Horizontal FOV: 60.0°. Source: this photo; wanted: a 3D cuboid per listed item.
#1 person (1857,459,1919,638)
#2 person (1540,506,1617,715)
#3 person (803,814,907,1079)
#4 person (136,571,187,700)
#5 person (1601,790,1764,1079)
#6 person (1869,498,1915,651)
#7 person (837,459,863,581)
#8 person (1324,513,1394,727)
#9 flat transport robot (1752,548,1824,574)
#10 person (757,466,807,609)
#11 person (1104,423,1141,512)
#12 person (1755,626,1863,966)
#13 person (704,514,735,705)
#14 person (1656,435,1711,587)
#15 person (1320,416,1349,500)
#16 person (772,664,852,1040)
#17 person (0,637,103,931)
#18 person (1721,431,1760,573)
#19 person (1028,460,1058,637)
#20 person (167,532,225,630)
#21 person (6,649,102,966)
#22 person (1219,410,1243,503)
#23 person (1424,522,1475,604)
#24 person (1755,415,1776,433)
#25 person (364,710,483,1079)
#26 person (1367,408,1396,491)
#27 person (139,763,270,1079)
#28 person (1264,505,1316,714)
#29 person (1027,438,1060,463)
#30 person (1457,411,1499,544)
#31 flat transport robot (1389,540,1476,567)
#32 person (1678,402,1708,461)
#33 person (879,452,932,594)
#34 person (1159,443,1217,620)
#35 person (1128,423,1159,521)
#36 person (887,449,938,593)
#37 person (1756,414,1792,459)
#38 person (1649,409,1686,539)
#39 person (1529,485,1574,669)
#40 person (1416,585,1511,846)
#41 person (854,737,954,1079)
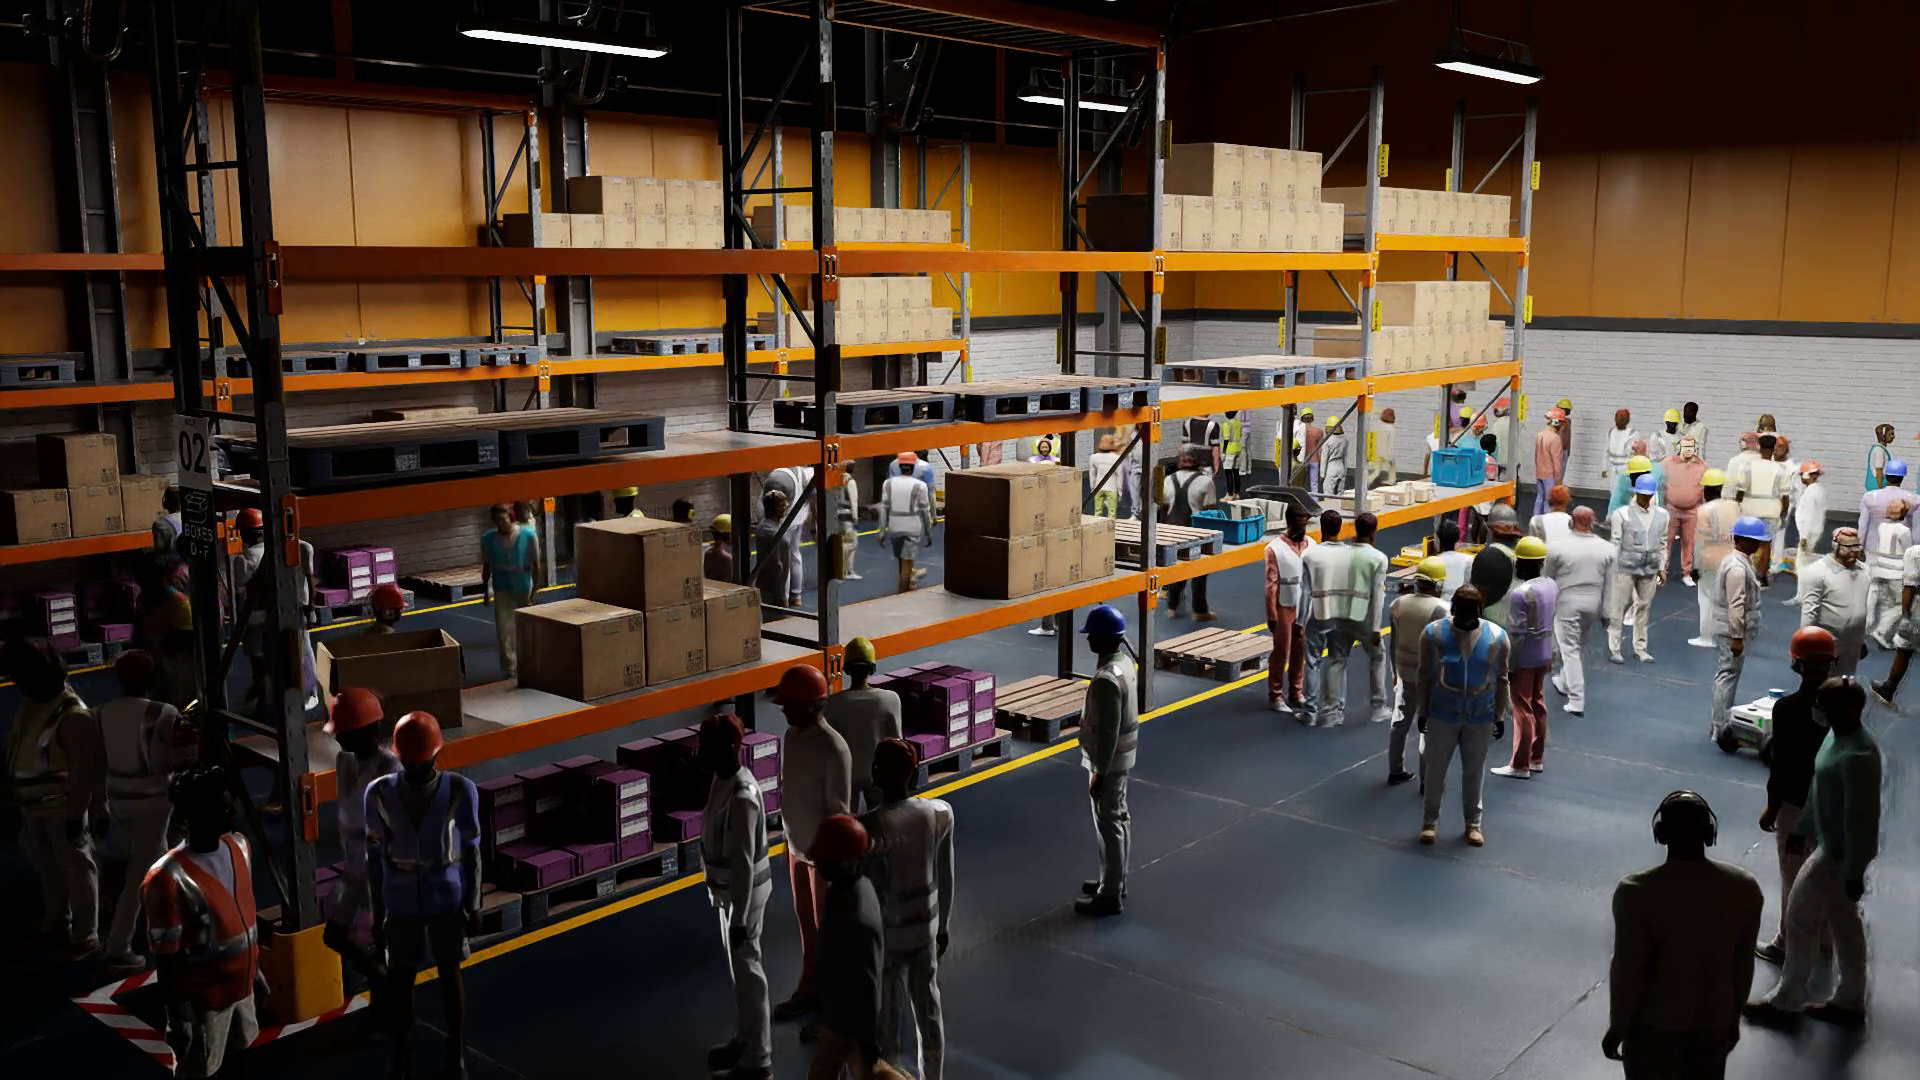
[{"bbox_3d":[10.049,0.095,18.000,0.618,1.944,0.399,6,11,31],"label":"person"},{"bbox_3d":[5.597,0.610,15.201,0.640,1.855,0.999,-1,10,-6],"label":"person"},{"bbox_3d":[-0.430,2.007,7.259,0.802,1.721,0.563,-1,10,-6],"label":"person"},{"bbox_3d":[-6.418,1.041,13.372,0.693,1.605,0.307,0,10,-2],"label":"person"},{"bbox_3d":[2.934,1.973,6.822,0.629,1.937,0.379,-1,10,-8],"label":"person"},{"bbox_3d":[9.708,0.372,17.277,0.409,1.623,0.544,0,10,-3],"label":"person"},{"bbox_3d":[-1.508,-0.267,21.119,0.506,1.618,0.535,-4,10,-25],"label":"person"},{"bbox_3d":[3.522,0.697,14.645,0.843,1.870,0.606,-9,13,-42],"label":"person"},{"bbox_3d":[11.007,0.295,21.796,0.652,0.197,1.431,-1,10,-8],"label":"flat transport robot"},{"bbox_3d":[-2.103,-0.191,19.425,0.539,2.000,0.688,4,10,23],"label":"person"},{"bbox_3d":[2.714,-1.397,27.205,1.034,1.858,0.653,6,11,33],"label":"person"},{"bbox_3d":[4.877,1.480,9.594,0.613,1.991,0.392,-3,10,-19],"label":"person"},{"bbox_3d":[-2.192,0.631,15.371,0.360,1.756,0.525,-6,11,-32],"label":"person"},{"bbox_3d":[9.058,-0.364,20.858,0.637,1.911,0.403,2,10,12],"label":"person"},{"bbox_3d":[5.658,-1.013,25.245,0.485,1.736,0.322,-5,11,-28],"label":"person"},{"bbox_3d":[-0.787,1.621,8.782,0.409,1.986,0.620,-6,11,-32],"label":"person"},{"bbox_3d":[-5.555,1.477,10.154,0.514,1.806,0.548,-4,10,-24],"label":"person"},{"bbox_3d":[10.202,-0.479,21.646,0.662,1.878,0.817,-2,10,-14],"label":"person"},{"bbox_3d":[0.965,0.089,18.097,0.371,1.926,0.584,7,12,37],"label":"person"},{"bbox_3d":[-6.402,0.823,13.969,0.429,1.841,0.633,-2,10,-10],"label":"person"},{"bbox_3d":[-5.279,1.540,9.678,0.627,1.847,0.429,6,11,33],"label":"person"},{"bbox_3d":[4.575,-1.473,28.102,0.317,1.695,0.540,8,12,40],"label":"person"},{"bbox_3d":[4.509,0.666,15.368,0.548,1.672,0.476,1,10,7],"label":"person"},{"bbox_3d":[12.293,-1.050,25.469,0.321,1.737,0.485,9,13,41],"label":"person"},{"bbox_3d":[-2.605,1.760,8.096,0.543,1.933,0.380,-2,10,-10],"label":"person"},{"bbox_3d":[7.155,-1.438,28.146,0.764,1.607,0.498,-5,11,-30],"label":"person"},{"bbox_3d":[-3.187,1.909,7.114,0.361,1.962,0.613,2,10,11],"label":"person"},{"bbox_3d":[2.975,0.614,15.028,0.603,1.906,0.399,-7,12,-35],"label":"person"},{"bbox_3d":[1.159,-0.598,23.045,0.512,1.642,0.312,-1,10,-4],"label":"person"},{"bbox_3d":[7.194,-0.808,23.246,0.611,1.995,0.376,6,11,30],"label":"person"},{"bbox_3d":[6.479,0.187,22.441,1.431,0.197,0.652,-9,13,-42],"label":"flat transport robot"},{"bbox_3d":[11.335,-1.188,25.789,0.391,1.911,0.584,-3,10,-17],"label":"person"},{"bbox_3d":[-0.595,-0.122,19.439,0.572,1.889,0.981,3,10,19],"label":"person"},{"bbox_3d":[2.628,-0.108,18.931,0.714,2.000,0.535,7,12,35],"label":"person"},{"bbox_3d":[2.827,-1.110,25.796,0.492,1.742,0.323,6,11,32],"label":"person"},{"bbox_3d":[-0.567,-0.346,20.547,0.635,1.975,0.932,6,11,30],"label":"person"},{"bbox_3d":[11.373,-0.815,23.496,0.639,1.930,0.376,1,10,4],"label":"person"},{"bbox_3d":[10.378,-0.963,24.377,0.592,1.925,0.358,-2,10,-13],"label":"person"},{"bbox_3d":[5.986,0.364,16.707,0.567,1.849,0.954,3,10,17],"label":"person"},{"bbox_3d":[3.500,1.218,11.606,0.624,1.844,0.430,2,10,12],"label":"person"},{"bbox_3d":[-0.290,1.840,7.770,0.574,1.883,0.355,-6,11,-32],"label":"person"}]
